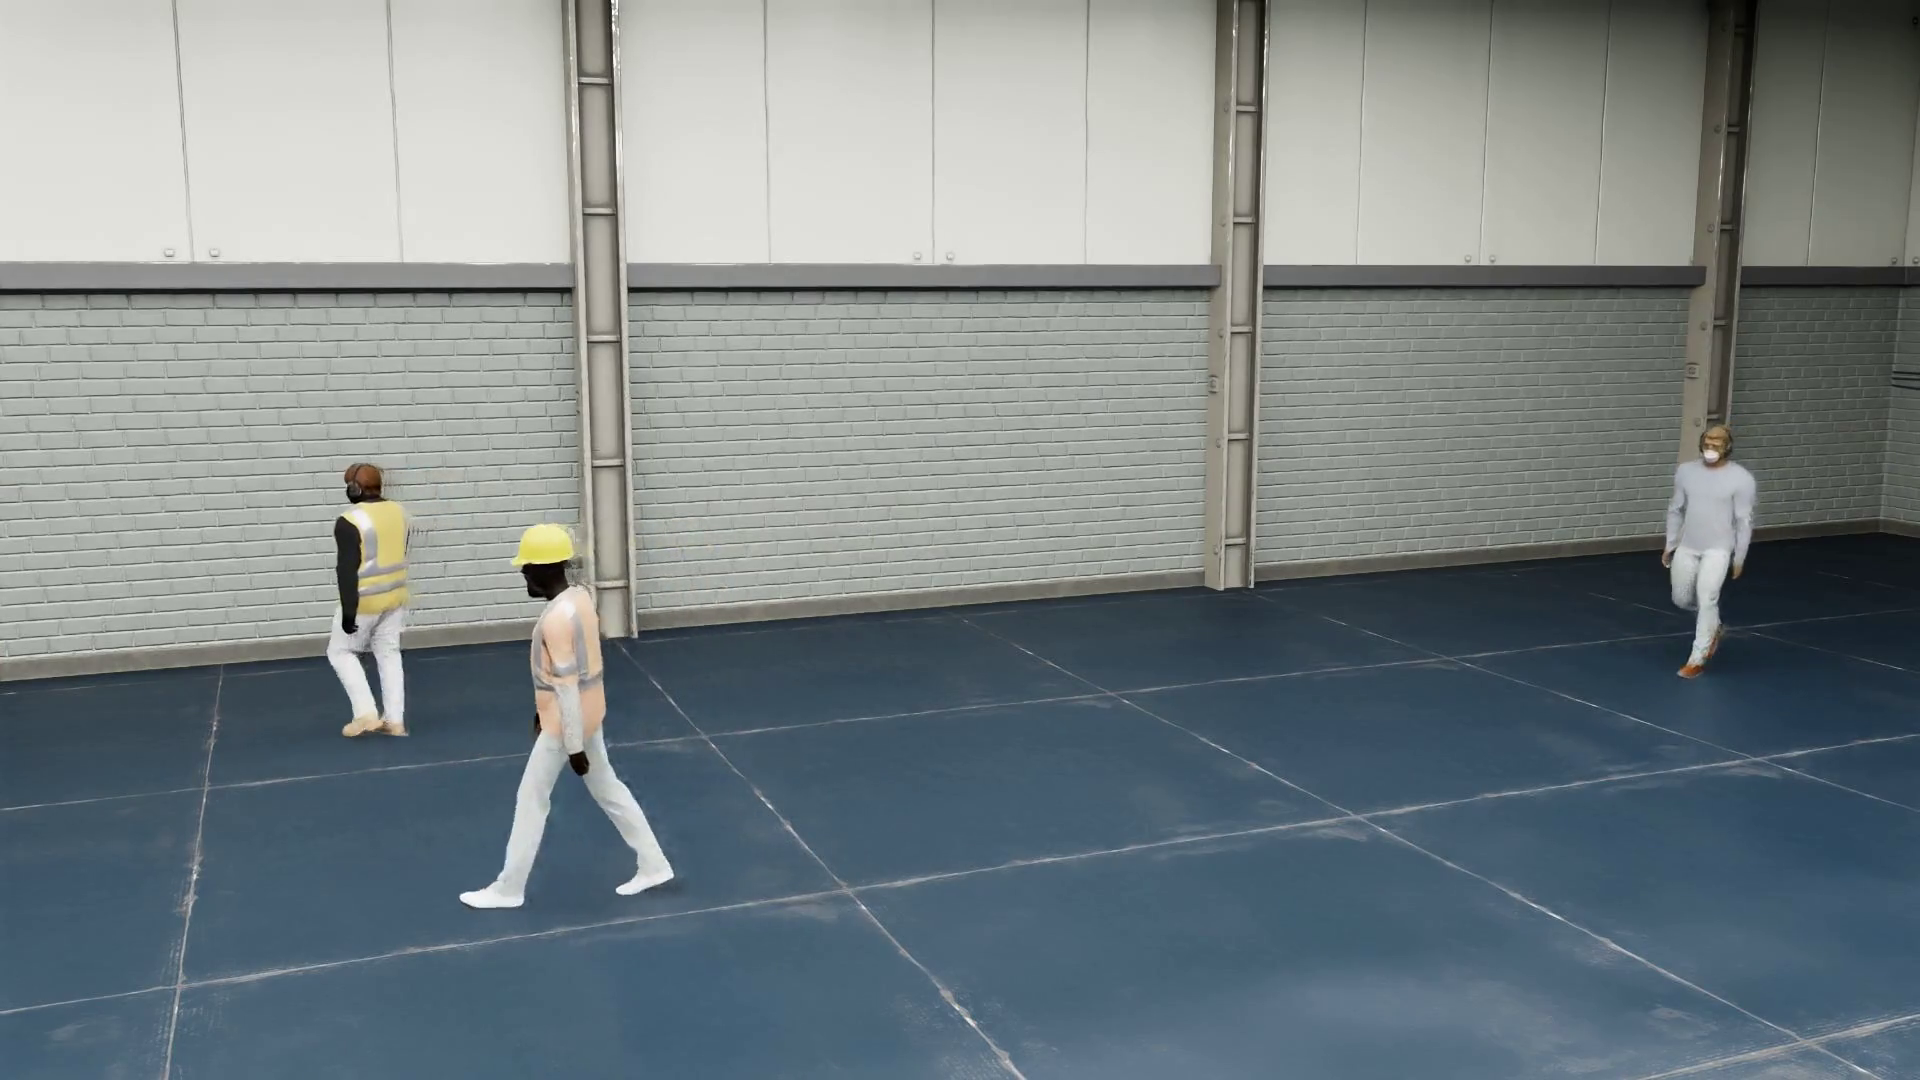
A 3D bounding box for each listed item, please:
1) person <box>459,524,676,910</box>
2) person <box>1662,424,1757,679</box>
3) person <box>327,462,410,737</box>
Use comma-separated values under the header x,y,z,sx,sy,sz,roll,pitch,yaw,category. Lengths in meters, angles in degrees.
x,y,z,sx,sy,sz,roll,pitch,yaw,category
-1.864,0.842,7.964,1.001,1.878,0.602,0,9,0,person
5.703,0.070,12.637,0.712,1.924,0.638,-7,11,-37,person
-3.878,0.400,10.878,0.517,1.822,0.650,4,10,21,person
